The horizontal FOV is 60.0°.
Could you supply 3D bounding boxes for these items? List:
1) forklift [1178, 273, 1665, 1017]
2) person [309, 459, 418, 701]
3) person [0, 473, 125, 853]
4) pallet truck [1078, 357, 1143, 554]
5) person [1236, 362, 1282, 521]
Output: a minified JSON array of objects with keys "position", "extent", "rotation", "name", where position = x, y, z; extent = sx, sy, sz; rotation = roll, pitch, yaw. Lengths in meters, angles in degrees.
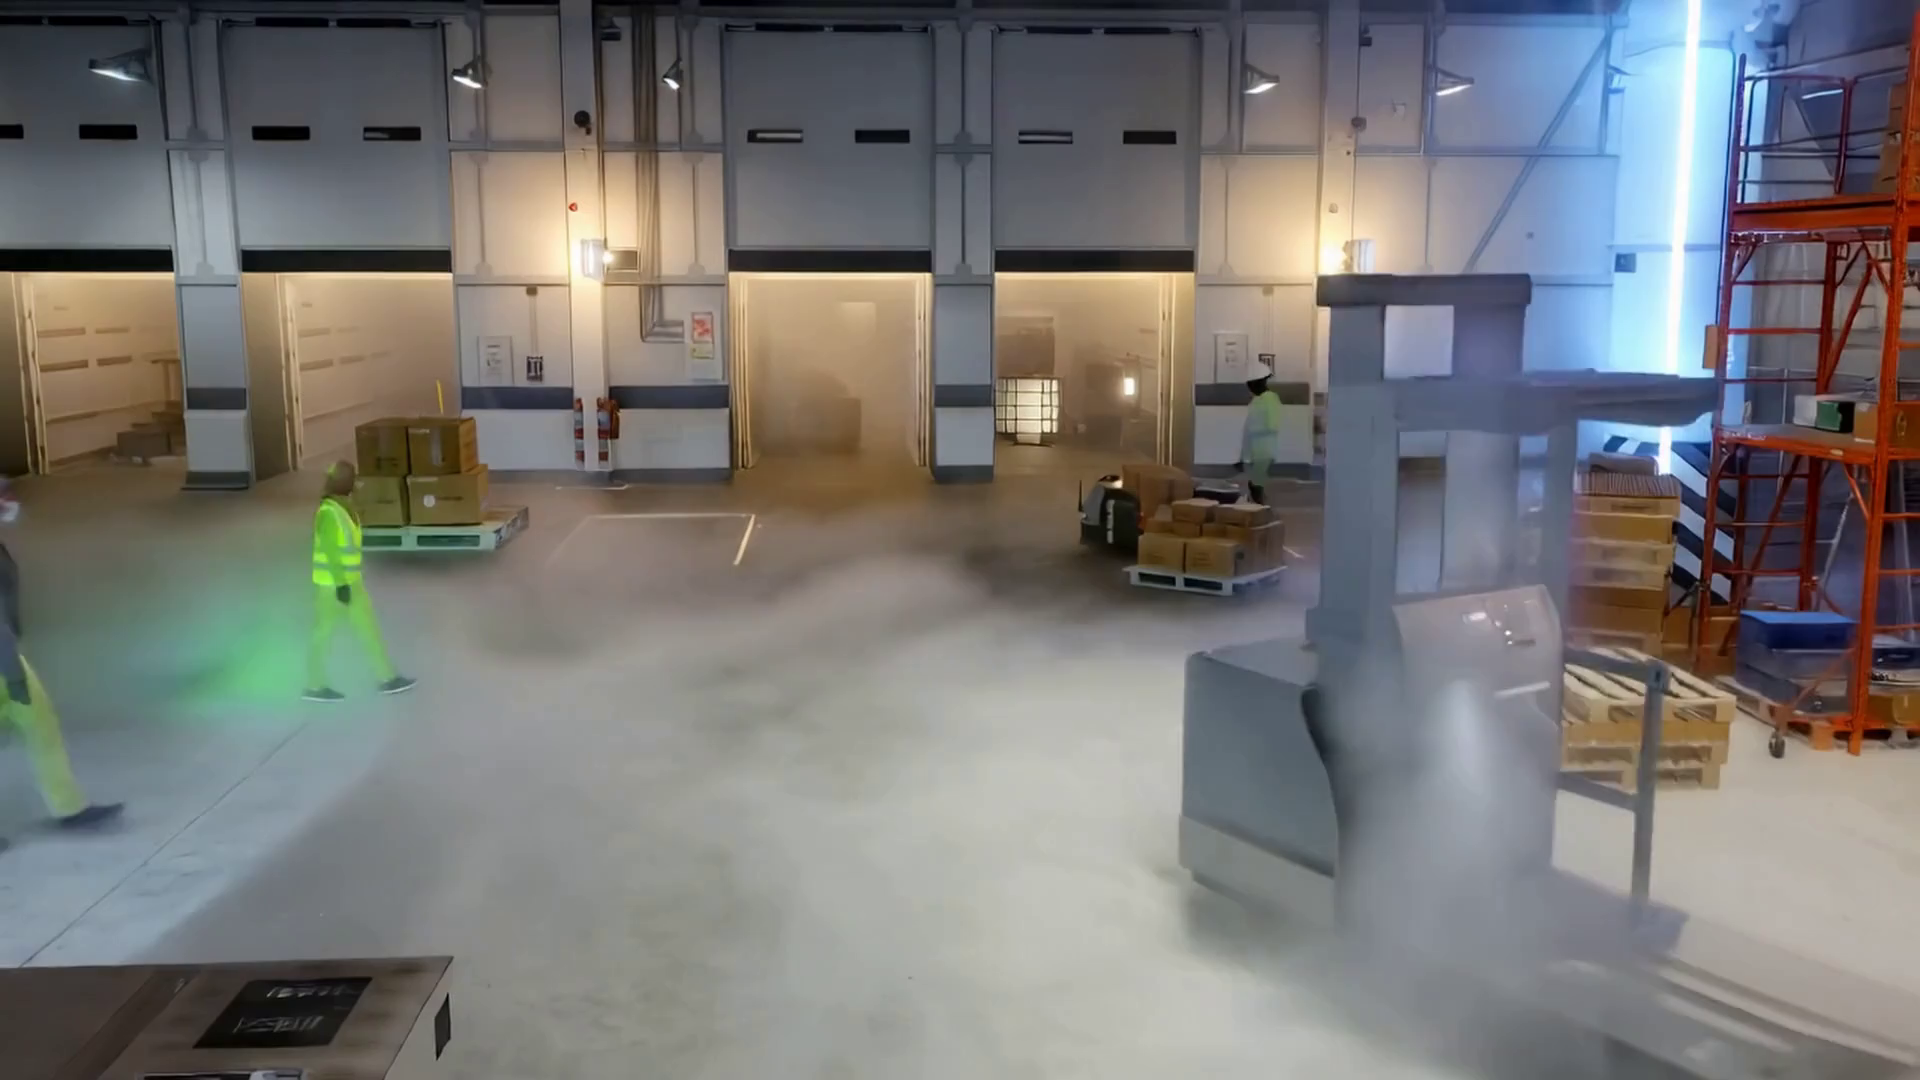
[{"position":[1.922,0.263,7.094],"extent":[1.129,2.768,1.873],"rotation":[-6,11,-32],"name":"forklift"},{"position":[-3.984,0.274,10.977],"extent":[0.771,1.604,0.550],"rotation":[0,9,-1],"name":"person"},{"position":[-4.570,0.593,8.077],"extent":[0.934,1.897,0.648],"rotation":[-4,10,-25],"name":"person"},{"position":[2.088,-0.836,16.757],"extent":[1.885,1.965,0.823],"rotation":[2,9,13],"name":"pallet truck"},{"position":[3.154,-0.919,17.572],"extent":[0.409,1.910,0.541],"rotation":[6,11,32],"name":"person"}]
